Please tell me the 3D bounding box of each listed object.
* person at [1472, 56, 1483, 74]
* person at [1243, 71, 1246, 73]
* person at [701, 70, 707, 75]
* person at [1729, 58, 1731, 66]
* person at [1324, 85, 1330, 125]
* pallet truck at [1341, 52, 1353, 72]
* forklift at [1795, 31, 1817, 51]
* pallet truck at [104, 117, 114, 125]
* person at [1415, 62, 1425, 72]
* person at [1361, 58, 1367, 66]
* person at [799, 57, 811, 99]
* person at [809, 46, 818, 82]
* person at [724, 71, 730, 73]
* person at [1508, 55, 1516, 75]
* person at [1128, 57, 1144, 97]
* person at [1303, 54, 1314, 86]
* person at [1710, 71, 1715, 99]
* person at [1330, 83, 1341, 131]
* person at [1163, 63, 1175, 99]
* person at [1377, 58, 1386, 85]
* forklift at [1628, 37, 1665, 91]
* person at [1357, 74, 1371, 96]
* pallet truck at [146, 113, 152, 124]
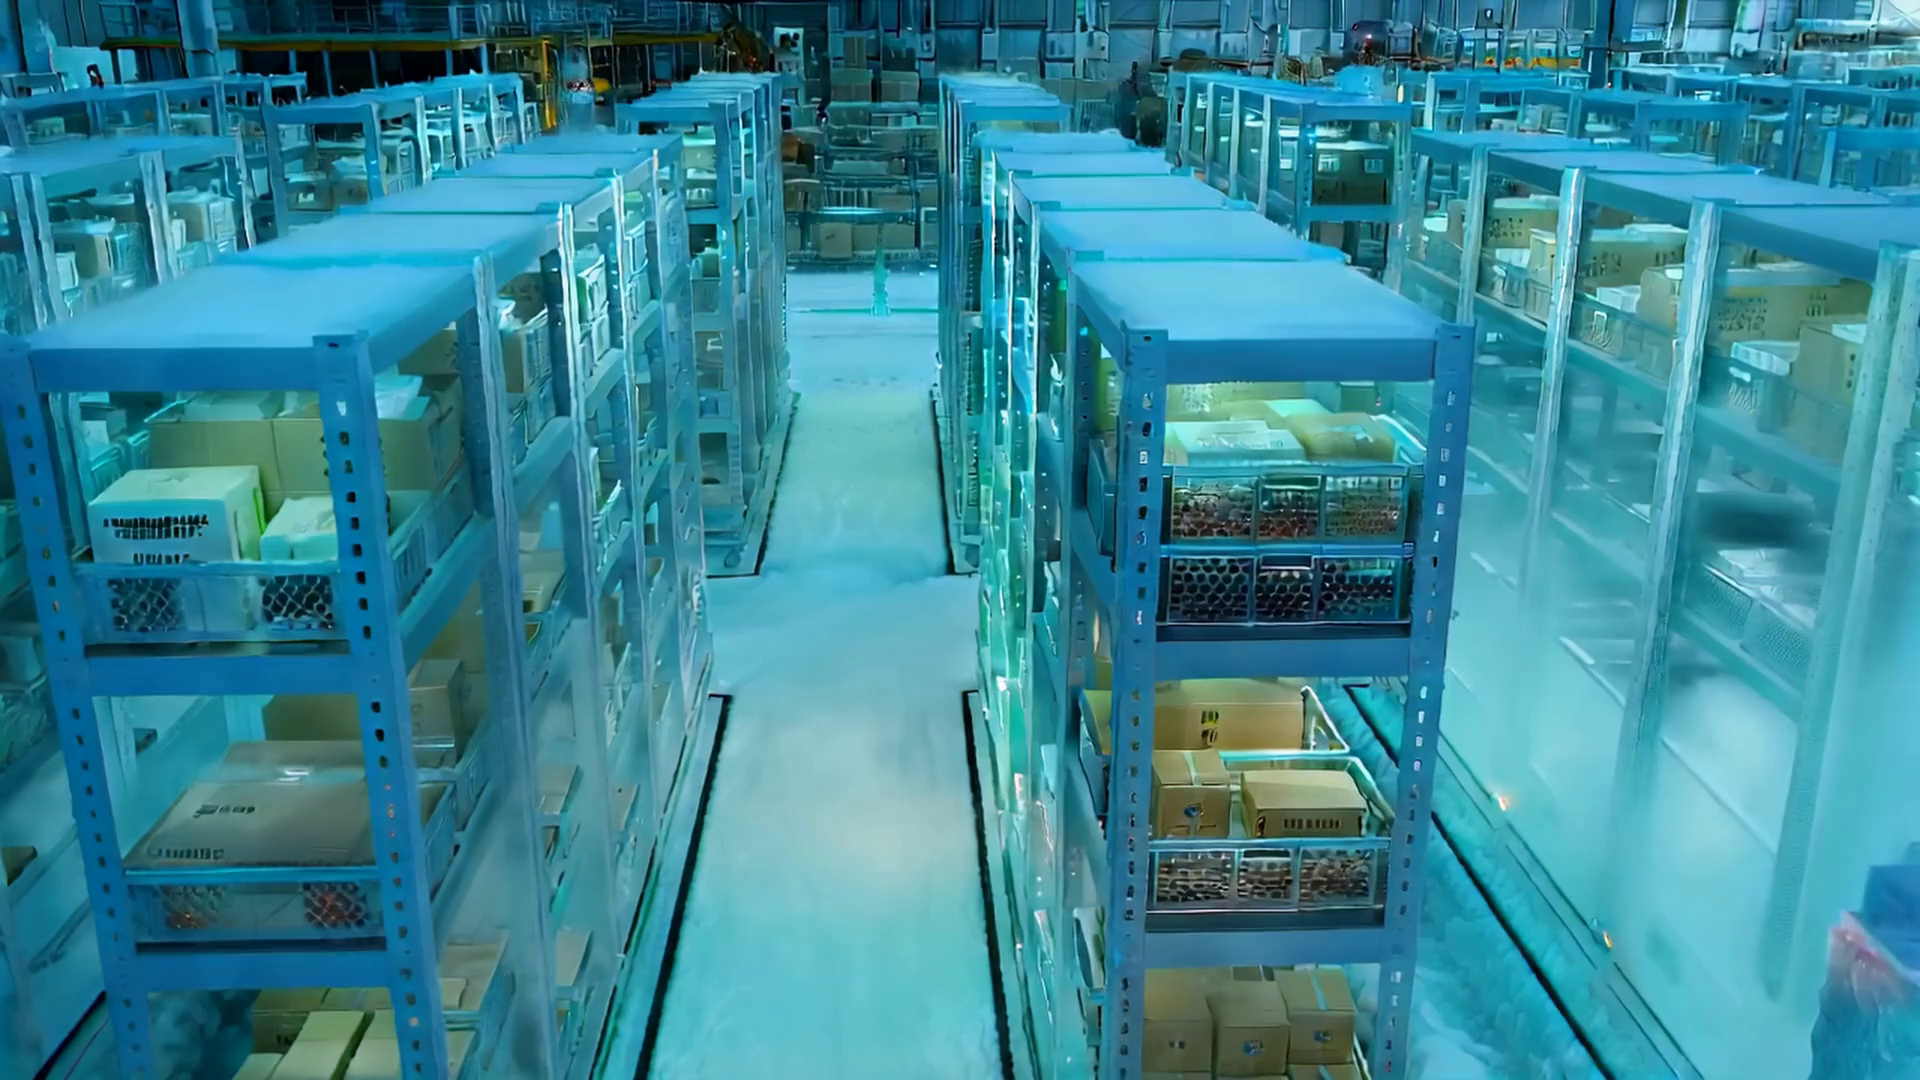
[{"bbox_3d":[25.431,-22.834,81.624,0.512,1.827,0.641,-12,21,-33],"label":"person"},{"bbox_3d":[10.068,-15.778,59.562,0.875,1.960,0.620,9,20,25],"label":"person"},{"bbox_3d":[-8.943,-15.539,58.700,0.390,2.039,0.650,5,19,16],"label":"person"},{"bbox_3d":[37.434,-22.728,81.277,0.501,1.839,0.341,5,19,16],"label":"person"},{"bbox_3d":[12.315,-14.475,56.008,0.536,1.654,0.848,-1,18,-3],"label":"person"},{"bbox_3d":[18.794,-23.123,82.231,0.823,1.965,1.885,-13,22,-35],"label":"pallet truck"},{"bbox_3d":[45.898,-26.250,90.495,1.129,2.768,1.873,-1,18,-2],"label":"forklift"},{"bbox_3d":[-18.367,-7.885,35.078,1.885,1.965,0.823,1,18,2],"label":"pallet truck"},{"bbox_3d":[20.059,-19.814,72.253,0.824,1.834,0.528,-12,21,-33],"label":"person"},{"bbox_3d":[19.875,-23.080,82.657,0.804,1.668,0.542,14,23,37],"label":"person"},{"bbox_3d":[-7.147,-21.332,76.822,0.542,1.922,0.422,-3,18,-10],"label":"person"},{"bbox_3d":[-8.271,-26.919,94.056,0.605,1.949,0.401,-15,23,-39],"label":"person"},{"bbox_3d":[-8.579,-16.374,61.525,0.572,1.886,0.355,3,18,9],"label":"person"},{"bbox_3d":[26.590,-22.501,80.501,0.971,1.880,0.592,3,18,8],"label":"person"},{"bbox_3d":[8.227,-21.834,78.416,0.971,1.904,0.643,8,19,23],"label":"person"},{"bbox_3d":[16.659,-22.192,79.445,0.372,1.940,0.632,-14,23,-38],"label":"person"},{"bbox_3d":[29.406,-17.636,65.300,0.608,1.966,0.371,3,18,9],"label":"person"},{"bbox_3d":[12.227,-13.963,54.174,0.597,1.808,0.617,0,18,0],"label":"person"},{"bbox_3d":[8.299,-17.715,65.426,0.681,2.000,0.538,-3,18,-8],"label":"person"},{"bbox_3d":[20.525,-22.643,81.190,0.503,1.706,0.670,-2,18,-7],"label":"person"},{"bbox_3d":[30.747,-20.964,74.137,1.129,2.768,1.873,-1,18,-2],"label":"forklift"},{"bbox_3d":[15.180,-16.609,62.485,0.526,1.732,0.797,9,20,26],"label":"person"},{"bbox_3d":[-18.087,-8.309,36.390,1.885,1.965,0.823,-1,18,-4],"label":"pallet truck"}]
